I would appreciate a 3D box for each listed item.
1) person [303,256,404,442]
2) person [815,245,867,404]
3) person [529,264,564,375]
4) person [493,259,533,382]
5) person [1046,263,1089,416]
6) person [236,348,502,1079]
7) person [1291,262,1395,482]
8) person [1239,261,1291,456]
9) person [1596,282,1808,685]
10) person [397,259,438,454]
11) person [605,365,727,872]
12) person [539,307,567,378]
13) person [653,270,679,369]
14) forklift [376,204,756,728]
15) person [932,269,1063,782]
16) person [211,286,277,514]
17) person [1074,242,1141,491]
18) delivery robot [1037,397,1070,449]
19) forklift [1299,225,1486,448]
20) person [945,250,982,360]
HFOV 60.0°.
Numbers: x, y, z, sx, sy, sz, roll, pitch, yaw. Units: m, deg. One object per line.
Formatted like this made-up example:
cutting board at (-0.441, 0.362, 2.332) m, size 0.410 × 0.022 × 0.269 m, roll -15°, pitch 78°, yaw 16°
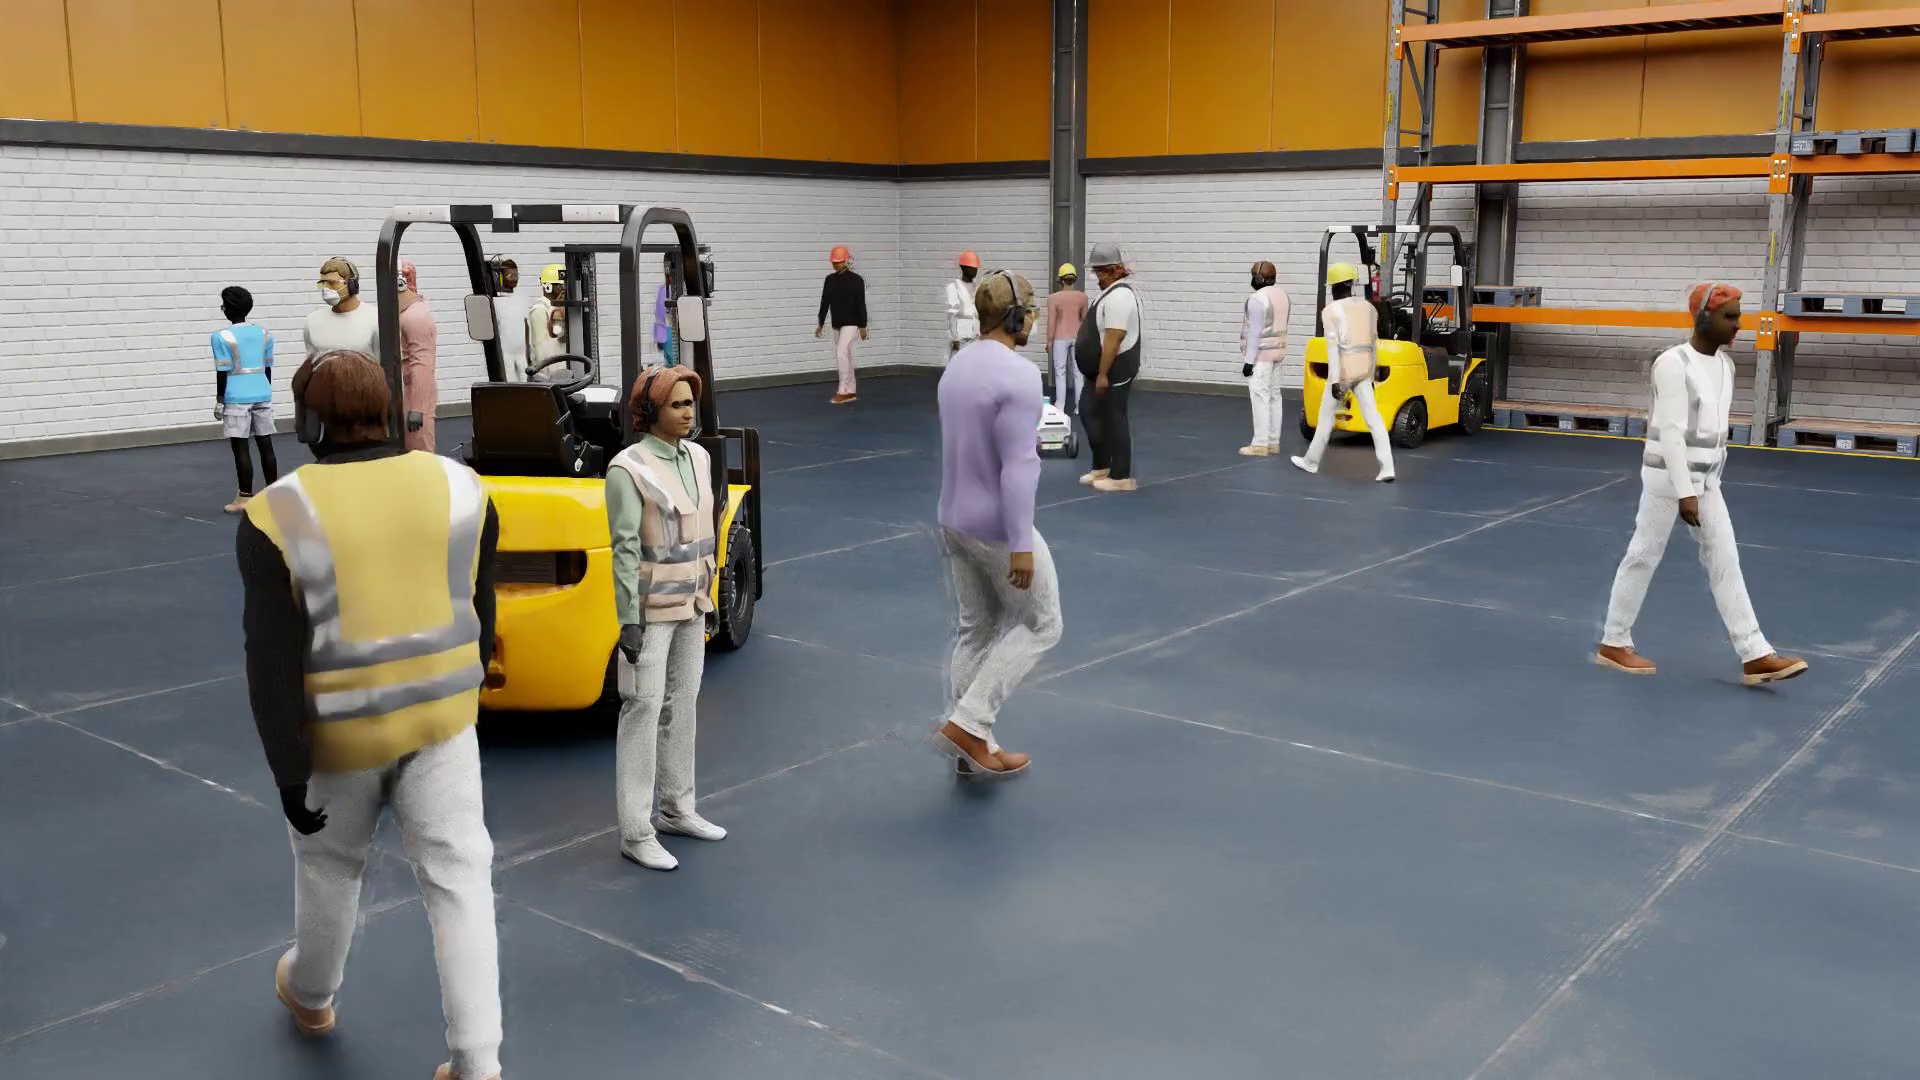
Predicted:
person at (-3.584, -0.694, 9.828) m, size 0.634 × 1.938 × 0.355 m, roll 3°, pitch 11°, yaw 15°
person at (-1.511, -2.683, 20.769) m, size 0.656 × 1.955 × 0.775 m, roll 9°, pitch 14°, yaw 42°
person at (-3.639, -1.561, 14.961) m, size 0.403 × 1.824 × 0.593 m, roll 1°, pitch 10°, yaw 7°
person at (-4.482, -1.854, 16.501) m, size 0.527 × 1.850 × 0.536 m, roll 7°, pitch 12°, yaw 32°
person at (1.234, -2.302, 19.219) m, size 0.522 × 1.768 × 0.312 m, roll -4°, pitch 11°, yaw -21°
person at (-1.395, 0.438, 3.998) m, size 0.635 × 1.788 × 1.003 m, roll -8°, pitch 13°, yaw -37°
person at (3.317, -1.427, 14.167) m, size 0.605 × 1.848 × 1.112 m, roll -5°, pitch 11°, yaw -25°
person at (2.876, -1.722, 15.798) m, size 0.429 × 1.839 × 0.633 m, roll 9°, pitch 13°, yaw 40°
person at (3.385, -0.235, 7.570) m, size 0.599 × 1.836 × 0.971 m, roll -7°, pitch 12°, yaw -33°
person at (-3.723, -0.928, 11.216) m, size 0.400 × 1.907 × 0.644 m, roll -4°, pitch 11°, yaw -23°
person at (-0.965, 0.243, 5.466) m, size 0.310 × 1.638 × 0.523 m, roll 4°, pitch 11°, yaw 23°
person at (-2.786, -0.929, 12.114) m, size 0.508 × 1.597 × 0.821 m, roll 7°, pitch 12°, yaw 32°
person at (-3.236, -2.203, 18.604) m, size 0.370 × 1.788 × 0.698 m, roll -4°, pitch 11°, yaw -21°
forklift at (-1.766, -0.406, 7.525) m, size 1.214 × 2.155 × 2.313 m, roll 1°, pitch 10°, yaw 7°
person at (0.138, -0.026, 6.160) m, size 0.429 × 1.924 × 0.664 m, roll -5°, pitch 11°, yaw -27°
person at (-5.354, -1.047, 12.447) m, size 0.315 × 1.699 × 0.533 m, roll 5°, pitch 11°, yaw 24°
person at (1.162, -1.410, 13.511) m, size 0.604 × 2.000 × 0.700 m, roll 0°, pitch 10°, yaw 1°
delivery robot at (0.797, -1.107, 15.692) m, size 0.477 × 0.478 × 0.707 m, roll -2°, pitch 11°, yaw -12°
forklift at (4.449, -2.115, 16.993) m, size 1.214 × 2.155 × 2.313 m, roll 8°, pitch 13°, yaw 38°
person at (0.117, -2.345, 19.044) m, size 0.565 × 1.908 × 0.721 m, roll -8°, pitch 13°, yaw -38°
